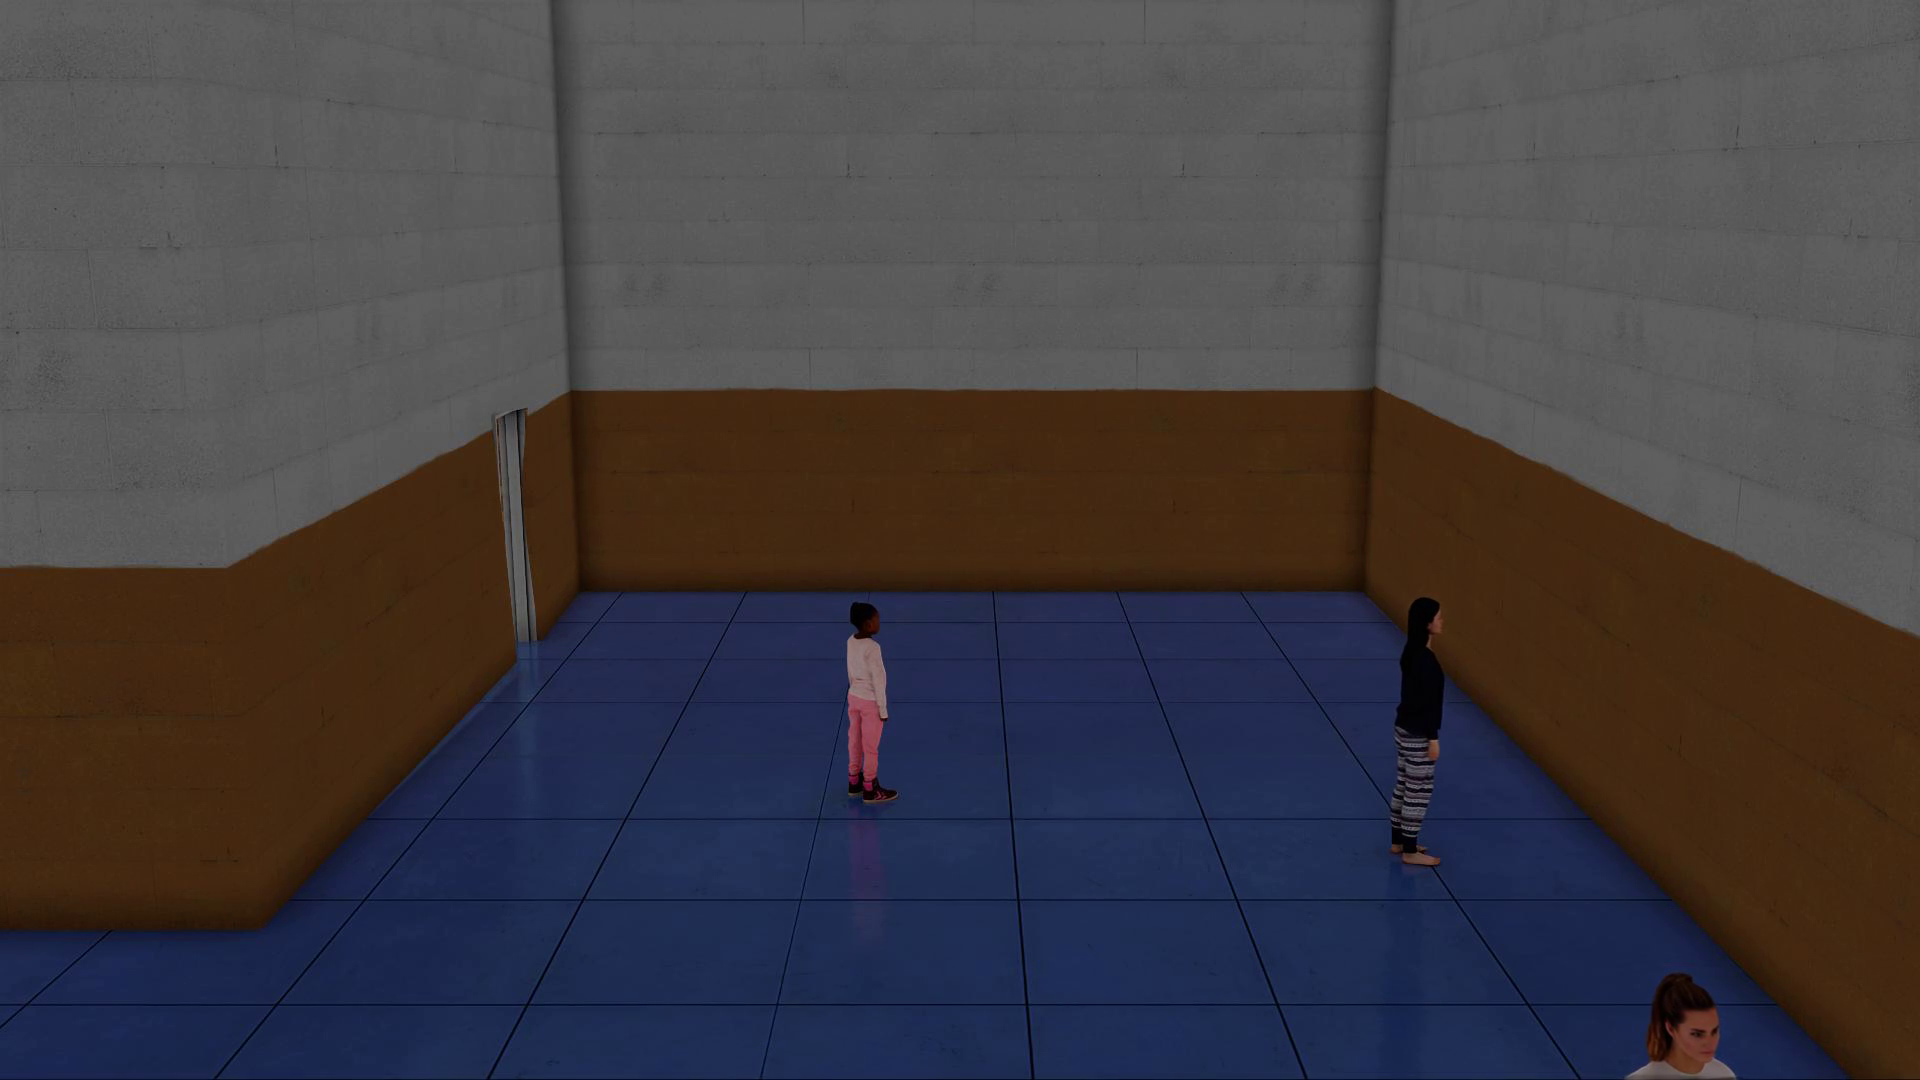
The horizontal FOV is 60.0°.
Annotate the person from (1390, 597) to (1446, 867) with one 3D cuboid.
[{"bbox_3d":[2.922,1.209,10.646,0.511,1.733,0.607,0,12,-2],"label":"person"}]

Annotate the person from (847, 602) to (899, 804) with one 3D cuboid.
[{"bbox_3d":[-0.664,1.125,11.744,0.660,1.443,0.621,-9,15,-36],"label":"person"}]

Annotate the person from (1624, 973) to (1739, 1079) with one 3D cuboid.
[{"bbox_3d":[2.371,2.283,5.576,0.563,1.719,0.726,-3,12,-16],"label":"person"}]
